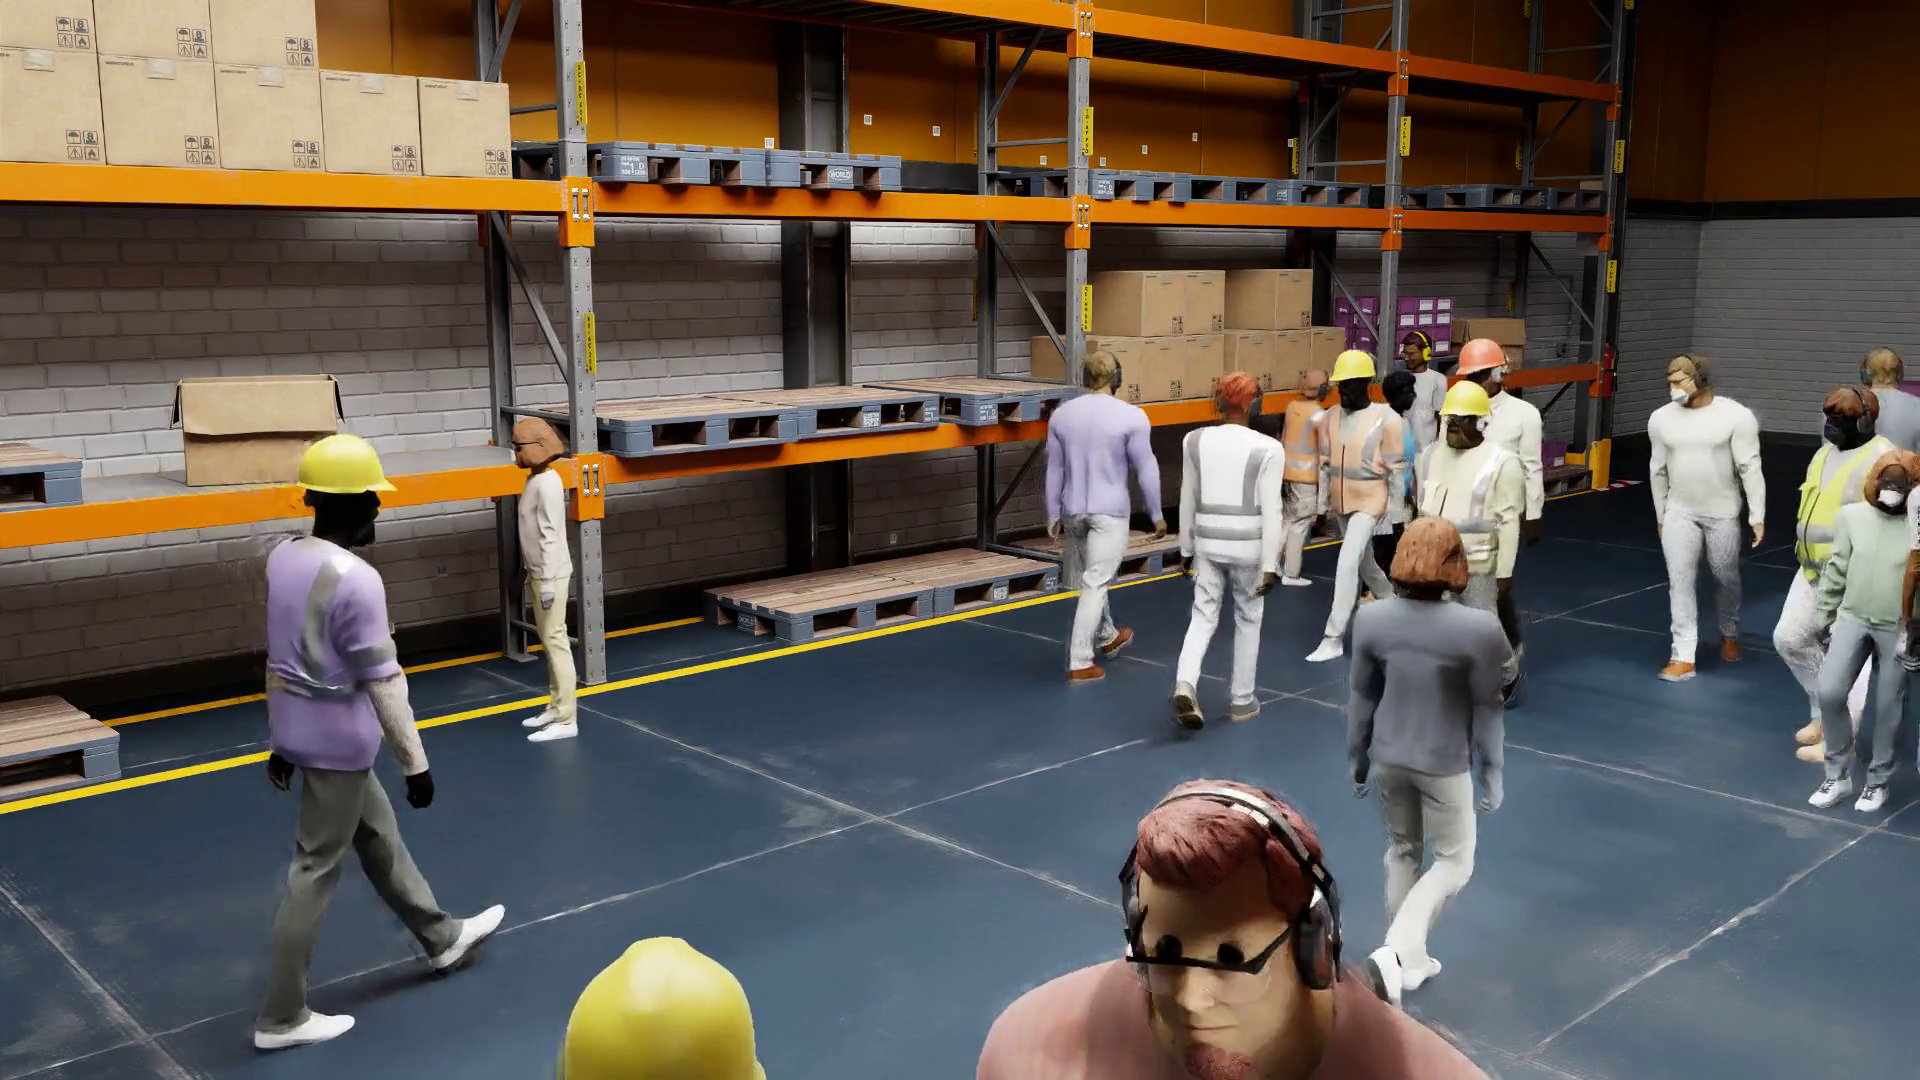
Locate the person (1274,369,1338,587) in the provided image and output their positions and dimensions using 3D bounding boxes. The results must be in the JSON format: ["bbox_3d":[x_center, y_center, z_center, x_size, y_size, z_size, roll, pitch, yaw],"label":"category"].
[{"bbox_3d":[2.529,-0.445,12.167,0.382,1.616,0.545,-4,10,-21],"label":"person"}]

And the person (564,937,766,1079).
[{"bbox_3d":[-0.295,1.253,1.859,0.541,1.736,0.764,0,10,-3],"label":"person"}]

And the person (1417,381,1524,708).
[{"bbox_3d":[2.657,0.064,8.667,0.842,1.806,0.599,-8,13,-40],"label":"person"}]

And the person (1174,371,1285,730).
[{"bbox_3d":[1.340,0.069,8.479,0.587,1.862,0.799,6,11,31],"label":"person"}]

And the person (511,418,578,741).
[{"bbox_3d":[-2.103,0.194,8.414,0.271,1.628,0.503,-4,10,-22],"label":"person"}]

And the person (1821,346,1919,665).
[{"bbox_3d":[5.462,-0.190,9.897,0.643,1.905,0.800,3,10,16],"label":"person"}]

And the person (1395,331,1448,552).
[{"bbox_3d":[3.509,-0.679,12.839,0.329,1.865,0.518,-6,11,-32],"label":"person"}]

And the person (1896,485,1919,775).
[{"bbox_3d":[4.186,0.355,6.912,0.518,1.830,0.982,6,11,32],"label":"person"}]

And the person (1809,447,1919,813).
[{"bbox_3d":[3.952,0.404,7.195,0.486,1.618,0.537,-8,12,-38],"label":"person"}]

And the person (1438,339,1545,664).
[{"bbox_3d":[3.020,-0.169,9.563,0.477,1.965,0.615,-8,13,-40],"label":"person"}]

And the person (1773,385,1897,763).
[{"bbox_3d":[4.220,0.174,7.958,0.440,1.820,0.634,-1,10,-7],"label":"person"}]

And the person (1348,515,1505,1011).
[{"bbox_3d":[1.456,0.725,5.316,0.509,1.617,0.605,9,13,41],"label":"person"}]

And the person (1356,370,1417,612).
[{"bbox_3d":[2.903,-0.323,11.279,0.329,1.684,0.597,5,11,29],"label":"person"}]

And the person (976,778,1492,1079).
[{"bbox_3d":[0.350,1.160,2.005,0.705,1.880,0.545,3,10,19],"label":"person"}]

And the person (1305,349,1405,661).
[{"bbox_3d":[2.491,-0.232,10.225,0.982,1.889,0.595,-6,12,-33],"label":"person"}]

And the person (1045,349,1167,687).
[{"bbox_3d":[0.868,-0.147,9.638,0.656,1.894,0.983,8,12,38],"label":"person"}]

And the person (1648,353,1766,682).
[{"bbox_3d":[4.385,-0.159,9.764,0.719,1.881,0.999,8,13,39],"label":"person"}]

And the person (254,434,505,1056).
[{"bbox_3d":[-1.859,0.607,5.253,0.968,1.878,0.610,-9,13,-41],"label":"person"}]
